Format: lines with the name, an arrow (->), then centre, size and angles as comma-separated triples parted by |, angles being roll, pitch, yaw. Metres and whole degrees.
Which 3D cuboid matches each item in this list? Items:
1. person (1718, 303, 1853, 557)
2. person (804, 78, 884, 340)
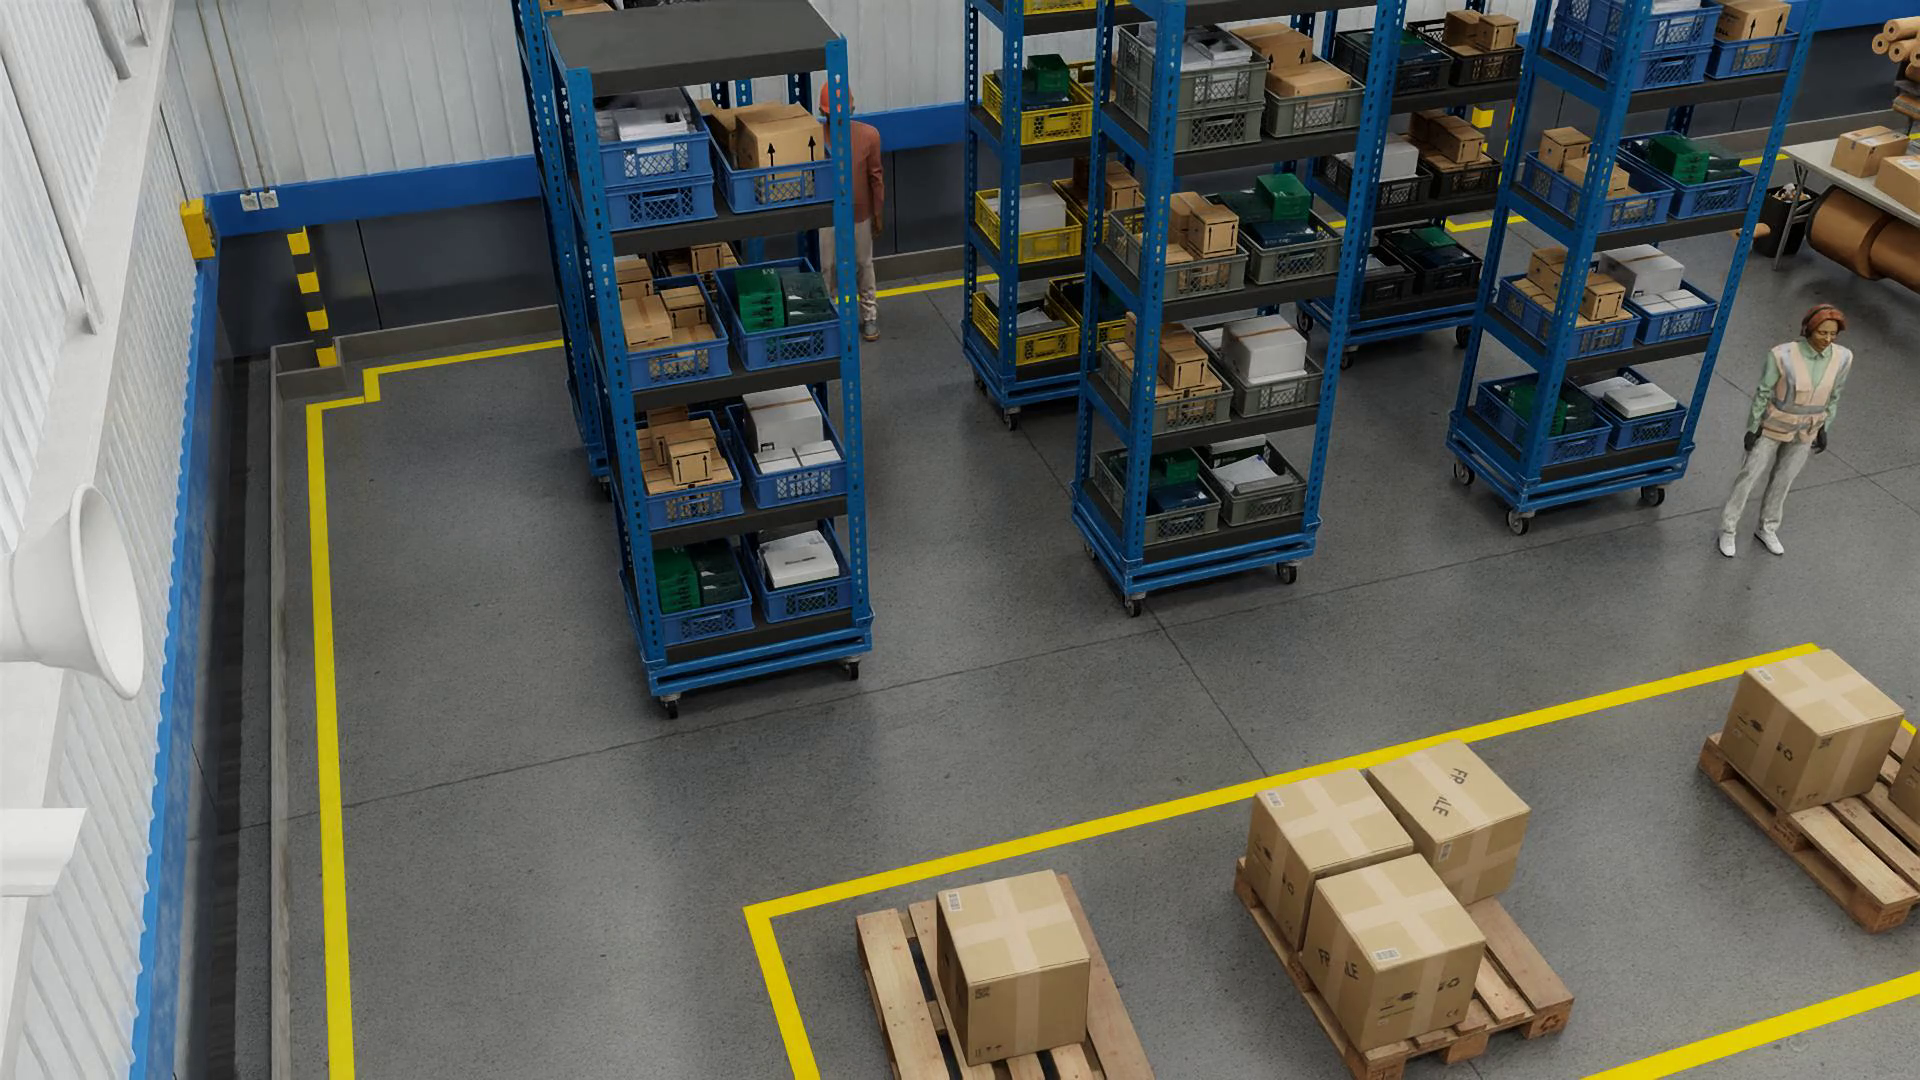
person -> 4.844, -0.638, 9.756 | 0.510, 1.640, 0.308 | -2, 35, -3
person -> -0.843, -2.330, 11.865 | 0.618, 1.986, 0.409 | -4, 35, -6
